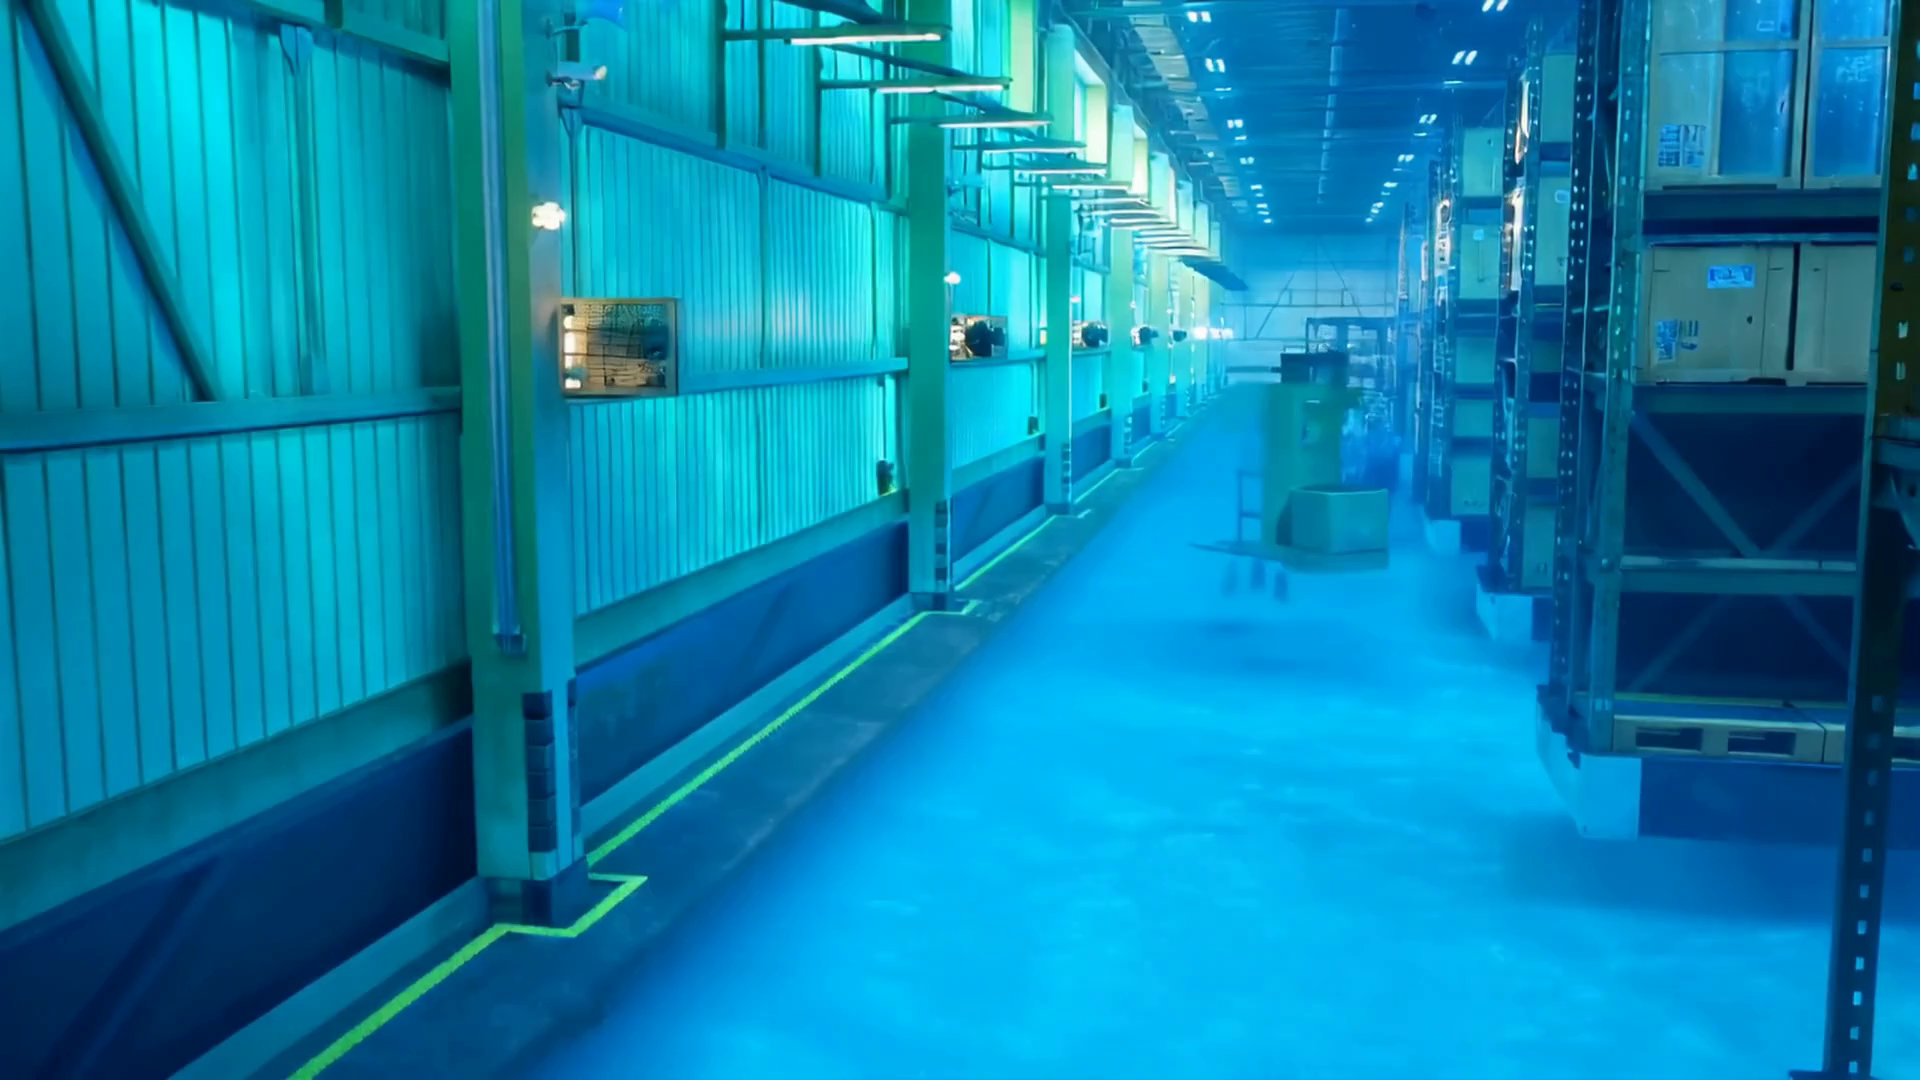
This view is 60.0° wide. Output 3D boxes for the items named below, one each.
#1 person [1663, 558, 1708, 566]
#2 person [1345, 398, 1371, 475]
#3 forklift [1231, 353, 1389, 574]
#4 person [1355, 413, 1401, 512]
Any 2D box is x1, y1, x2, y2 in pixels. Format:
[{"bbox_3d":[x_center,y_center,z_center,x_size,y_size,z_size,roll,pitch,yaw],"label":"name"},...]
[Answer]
[{"bbox_3d":[6.236,0.462,14.333,0.478,1.714,0.596,-1,7,-7],"label":"person"},{"bbox_3d":[8.608,-2.214,35.811,0.581,1.687,0.892,-3,8,-24],"label":"person"},{"bbox_3d":[4.624,-1.049,21.782,1.129,2.768,1.873,-5,8,-32],"label":"forklift"},{"bbox_3d":[6.283,-0.962,25.022,0.665,1.892,0.478,1,7,9],"label":"person"}]
